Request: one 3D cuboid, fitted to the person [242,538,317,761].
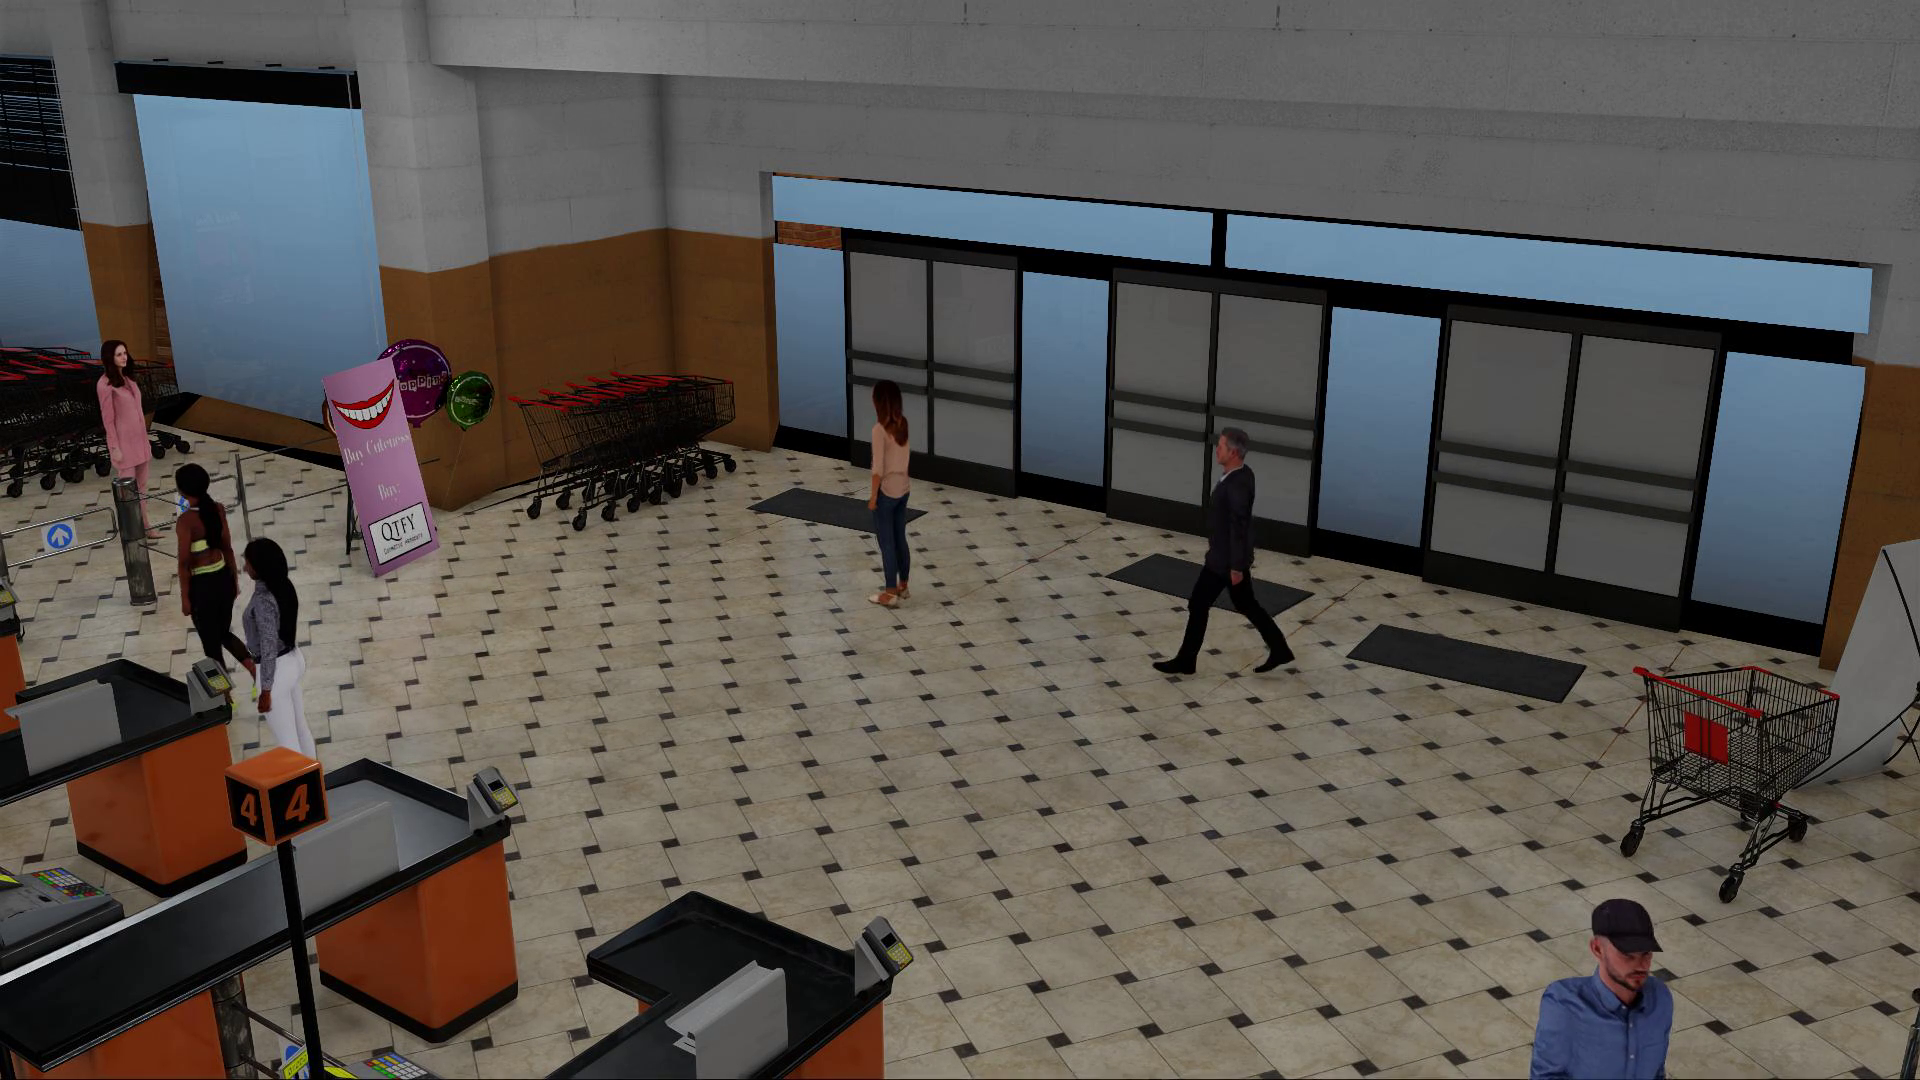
[{"bbox_3d":[-3.929,0.801,9.619,0.733,1.725,0.654,-1,19,-4],"label":"person"}]

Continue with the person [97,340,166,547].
[{"bbox_3d":[-7.197,-0.843,14.374,0.750,1.802,0.611,3,19,8],"label":"person"}]

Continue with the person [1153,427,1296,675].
[{"bbox_3d":[1.942,0.128,11.506,1.122,1.796,1.274,4,19,12],"label":"person"}]

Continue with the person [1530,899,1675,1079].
[{"bbox_3d":[2.129,2.058,5.639,0.742,1.887,0.804,-3,19,-10],"label":"person"}]

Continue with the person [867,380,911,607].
[{"bbox_3d":[-0.536,-0.368,12.983,0.649,1.792,0.456,12,22,31],"label":"person"}]

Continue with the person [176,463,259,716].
[{"bbox_3d":[-4.837,0.362,10.896,0.724,1.743,0.756,7,20,21],"label":"person"}]
